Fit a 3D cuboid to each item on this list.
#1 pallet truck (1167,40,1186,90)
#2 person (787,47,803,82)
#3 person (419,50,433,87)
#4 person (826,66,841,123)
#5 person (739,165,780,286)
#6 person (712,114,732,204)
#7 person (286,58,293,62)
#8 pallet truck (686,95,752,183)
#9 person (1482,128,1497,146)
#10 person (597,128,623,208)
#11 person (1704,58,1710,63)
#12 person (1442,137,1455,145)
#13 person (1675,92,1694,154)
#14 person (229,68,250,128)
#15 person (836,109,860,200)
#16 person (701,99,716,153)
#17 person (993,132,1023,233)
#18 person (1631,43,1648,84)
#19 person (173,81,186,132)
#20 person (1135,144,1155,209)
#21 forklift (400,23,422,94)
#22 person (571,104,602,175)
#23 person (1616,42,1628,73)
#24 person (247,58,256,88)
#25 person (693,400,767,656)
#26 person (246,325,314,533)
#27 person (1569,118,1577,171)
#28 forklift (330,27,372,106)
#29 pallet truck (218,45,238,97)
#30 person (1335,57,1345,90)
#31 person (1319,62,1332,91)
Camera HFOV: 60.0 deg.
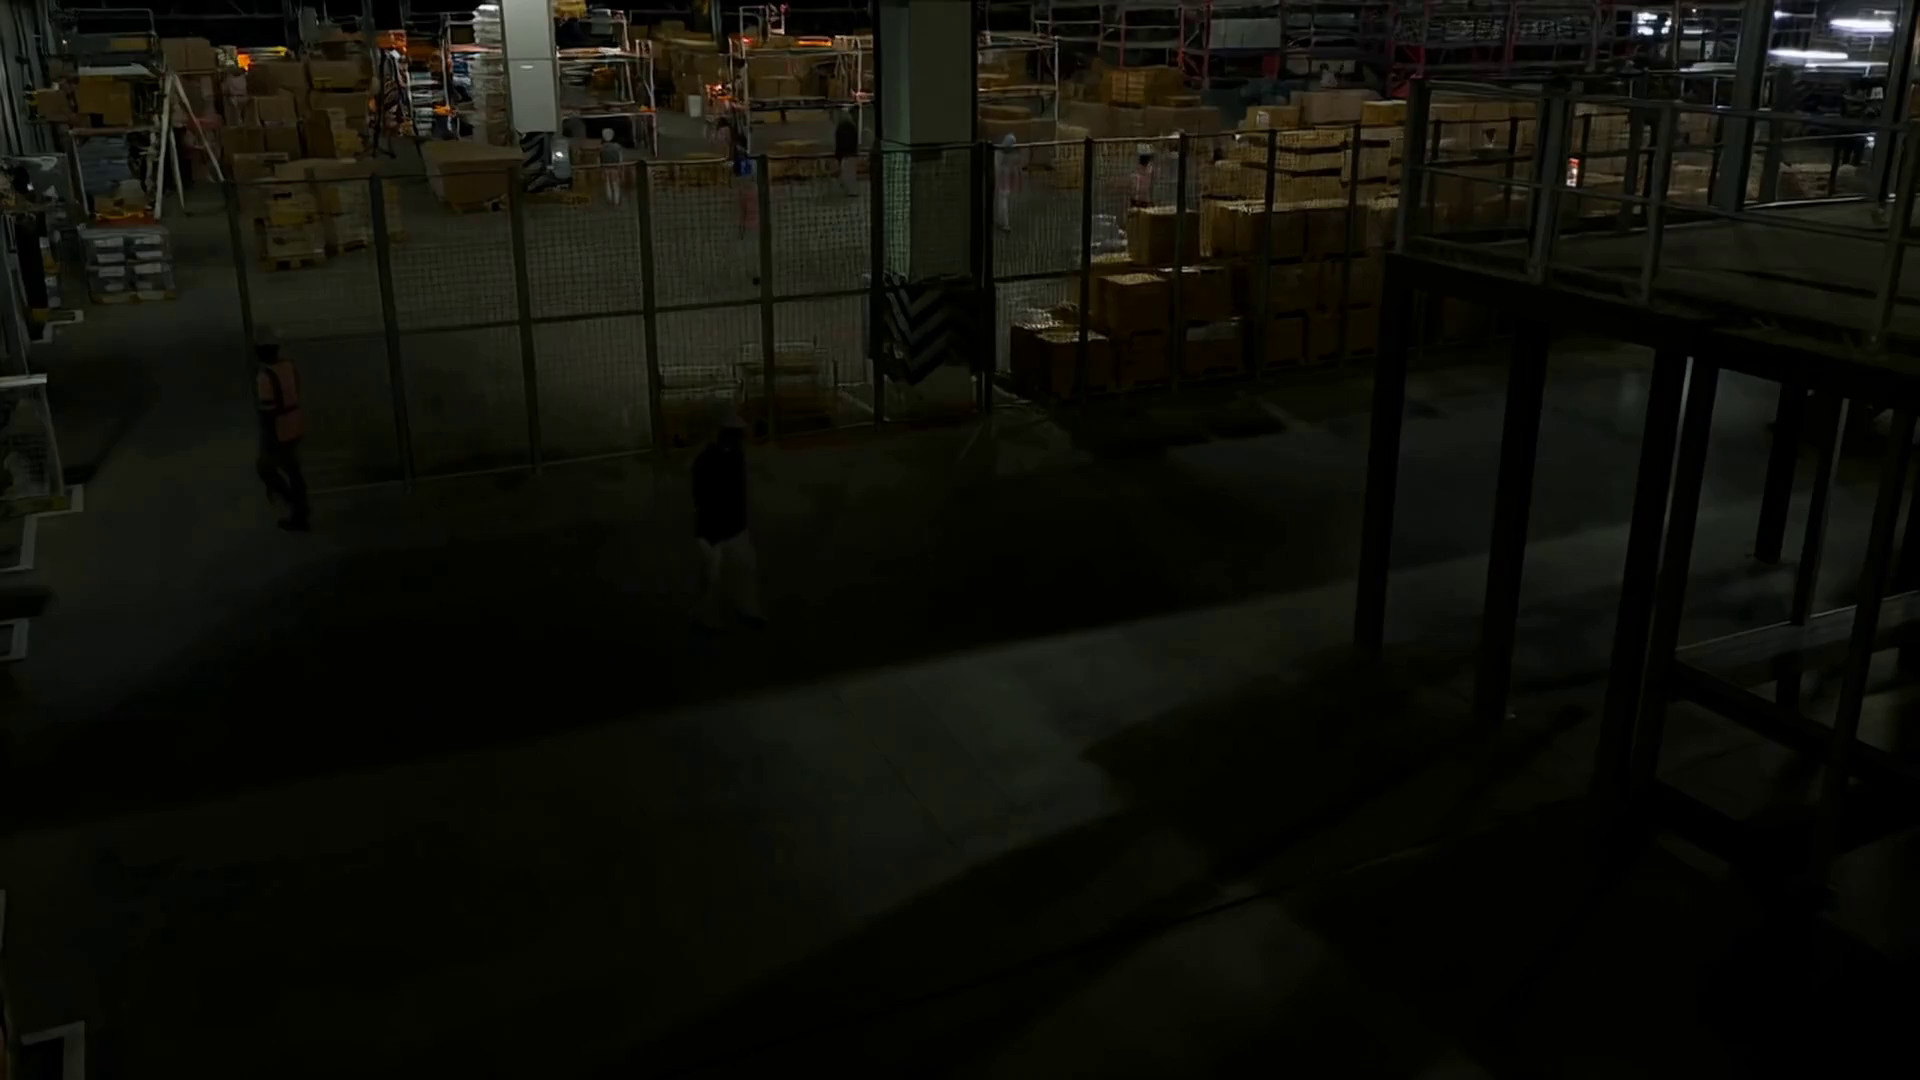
[{"bbox_3d":[9.045,-19.971,69.895,0.823,1.965,1.885,-3,19,-8],"label":"pallet truck"},{"bbox_3d":[-6.532,-18.559,65.971,0.605,1.879,0.905,-7,20,-20],"label":"person"},{"bbox_3d":[-20.623,-17.885,63.958,0.636,1.921,0.432,0,19,1],"label":"person"},{"bbox_3d":[-4.165,-14.688,54.844,0.525,1.824,0.553,-2,19,-7],"label":"person"},{"bbox_3d":[-3.201,-5.120,26.976,0.645,1.905,0.936,7,20,19],"label":"person"},{"bbox_3d":[-5.171,-8.277,36.125,0.389,1.922,0.589,-2,19,-4],"label":"person"},{"bbox_3d":[-23.354,-15.793,57.936,0.692,1.906,0.372,-13,23,-32],"label":"person"},{"bbox_3d":[-5.836,-9.608,39.856,0.823,1.965,1.885,10,22,27],"label":"pallet truck"},{"bbox_3d":[10.608,-7.359,33.549,0.394,1.859,0.506,2,19,6],"label":"person"},{"bbox_3d":[-7.465,-7.929,35.499,0.546,1.671,0.719,-6,20,-18],"label":"person"},{"bbox_3d":[27.914,-17.251,62.524,0.793,1.665,0.531,-13,23,-32],"label":"person"},{"bbox_3d":[9.314,-6.796,31.940,0.622,1.845,0.429,-10,22,-27],"label":"person"},{"bbox_3d":[19.929,-11.526,45.909,0.530,1.673,0.751,-7,20,-19],"label":"person"},{"bbox_3d":[-23.027,-14.131,53.173,0.587,1.867,0.523,-4,19,-12],"label":"person"},{"bbox_3d":[-2.448,-8.492,36.652,0.432,1.982,0.618,12,22,31],"label":"person"},{"bbox_3d":[-6.369,-10.336,42.356,0.496,1.735,0.400,5,20,15],"label":"person"},{"bbox_3d":[0.941,-6.878,32.056,0.634,1.924,0.439,-7,20,-20],"label":"person"},{"bbox_3d":[27.916,-19.425,68.402,0.628,1.940,0.373,4,19,11],"label":"person"},{"bbox_3d":[-24.425,-13.482,51.662,0.541,1.614,0.389,6,20,18],"label":"person"},{"bbox_3d":[3.305,-6.157,29.958,0.365,1.927,0.588,-5,20,-14],"label":"person"},{"bbox_3d":[-22.280,-19.123,66.105,1.129,2.768,1.873,14,23,35],"label":"forklift"},{"bbox_3d":[-9.298,-9.885,41.073,0.920,1.712,0.550,-11,22,-30],"label":"person"},{"bbox_3d":[30.428,-22.213,76.548,0.680,1.892,0.437,-9,21,-23],"label":"person"},{"bbox_3d":[-24.424,-15.690,57.581,0.366,1.935,0.543,-7,20,-18],"label":"person"},{"bbox_3d":[-1.673,-0.065,12.216,0.551,1.976,0.657,8,21,22],"label":"person"},{"bbox_3d":[-6.123,-0.982,14.960,0.413,1.924,0.547,4,20,12],"label":"person"},{"bbox_3d":[13.945,-9.111,38.370,0.417,2.034,0.604,-2,19,-6],"label":"person"},{"bbox_3d":[-22.694,-17.278,60.757,1.873,2.768,1.129,-9,21,-25],"label":"forklift"},{"bbox_3d":[-28.879,-18.665,66.111,0.823,1.965,1.885,-3,19,-9],"label":"pallet truck"},{"bbox_3d":[14.449,-17.477,63.124,0.365,1.690,0.569,-6,20,-16],"label":"person"},{"bbox_3d":[12.087,-14.792,54.938,0.562,1.953,0.612,17,25,40],"label":"person"}]
